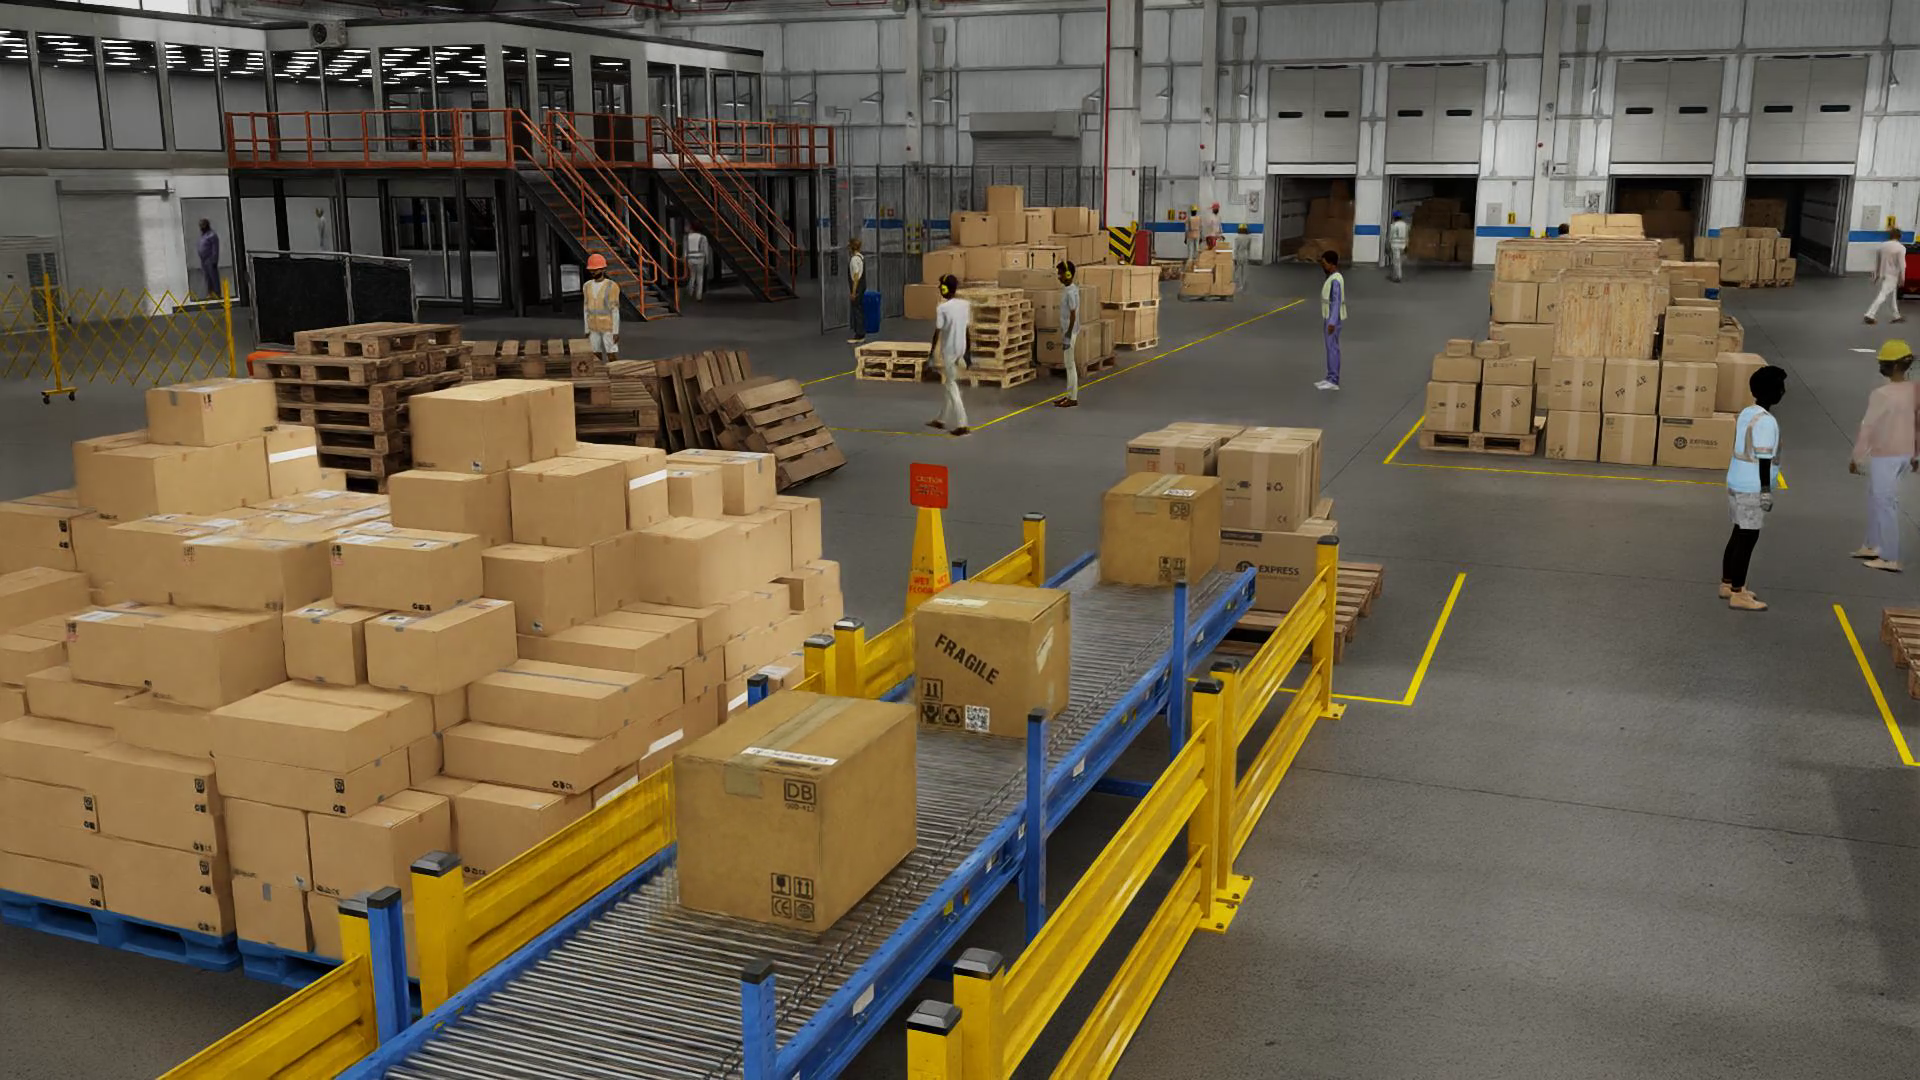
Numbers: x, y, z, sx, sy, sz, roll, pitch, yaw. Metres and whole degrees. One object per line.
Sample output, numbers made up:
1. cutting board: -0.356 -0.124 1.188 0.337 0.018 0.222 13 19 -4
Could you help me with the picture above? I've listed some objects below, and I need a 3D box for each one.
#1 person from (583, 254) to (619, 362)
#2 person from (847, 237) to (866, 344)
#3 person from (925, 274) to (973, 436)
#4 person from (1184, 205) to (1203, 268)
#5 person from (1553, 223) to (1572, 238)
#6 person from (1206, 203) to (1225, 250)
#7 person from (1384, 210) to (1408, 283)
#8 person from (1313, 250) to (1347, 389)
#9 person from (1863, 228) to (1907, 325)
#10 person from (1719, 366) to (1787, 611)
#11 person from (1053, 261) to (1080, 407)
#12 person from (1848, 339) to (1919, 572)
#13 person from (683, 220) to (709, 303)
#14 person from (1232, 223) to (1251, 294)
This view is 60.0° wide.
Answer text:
1. person: -4.720 -2.783 21.839 0.540 1.929 0.391 5 14 22
2. person: -1.807 -4.332 28.957 0.330 1.844 0.519 2 13 10
3. person: -0.152 -2.114 19.041 0.808 1.830 0.553 11 17 40
4. person: 7.144 -9.268 50.912 0.587 1.928 0.362 -3 13 -15
5. person: 13.415 -6.141 37.089 0.637 1.831 0.440 -1 13 -5
6. person: 7.990 -9.439 51.593 0.921 1.953 0.635 9 15 34
7. person: 11.711 -7.922 44.898 0.629 1.906 0.929 -7 14 -29
8. person: 5.150 -3.040 23.011 0.391 1.913 0.587 1 13 6
9. person: 18.212 -5.166 32.603 1.034 1.893 0.642 -2 13 -11
10. person: 5.488 -0.362 11.514 0.320 1.693 0.536 3 13 11
11. person: 1.368 -2.627 21.272 0.329 1.865 0.508 0 13 1
12. person: 6.990 -0.655 12.663 0.554 1.742 0.621 -6 14 -25
13. person: -5.977 -6.299 37.719 0.609 1.872 0.416 2 13 11
14. person: 6.865 -6.917 40.827 0.496 1.722 0.746 -4 13 -19
